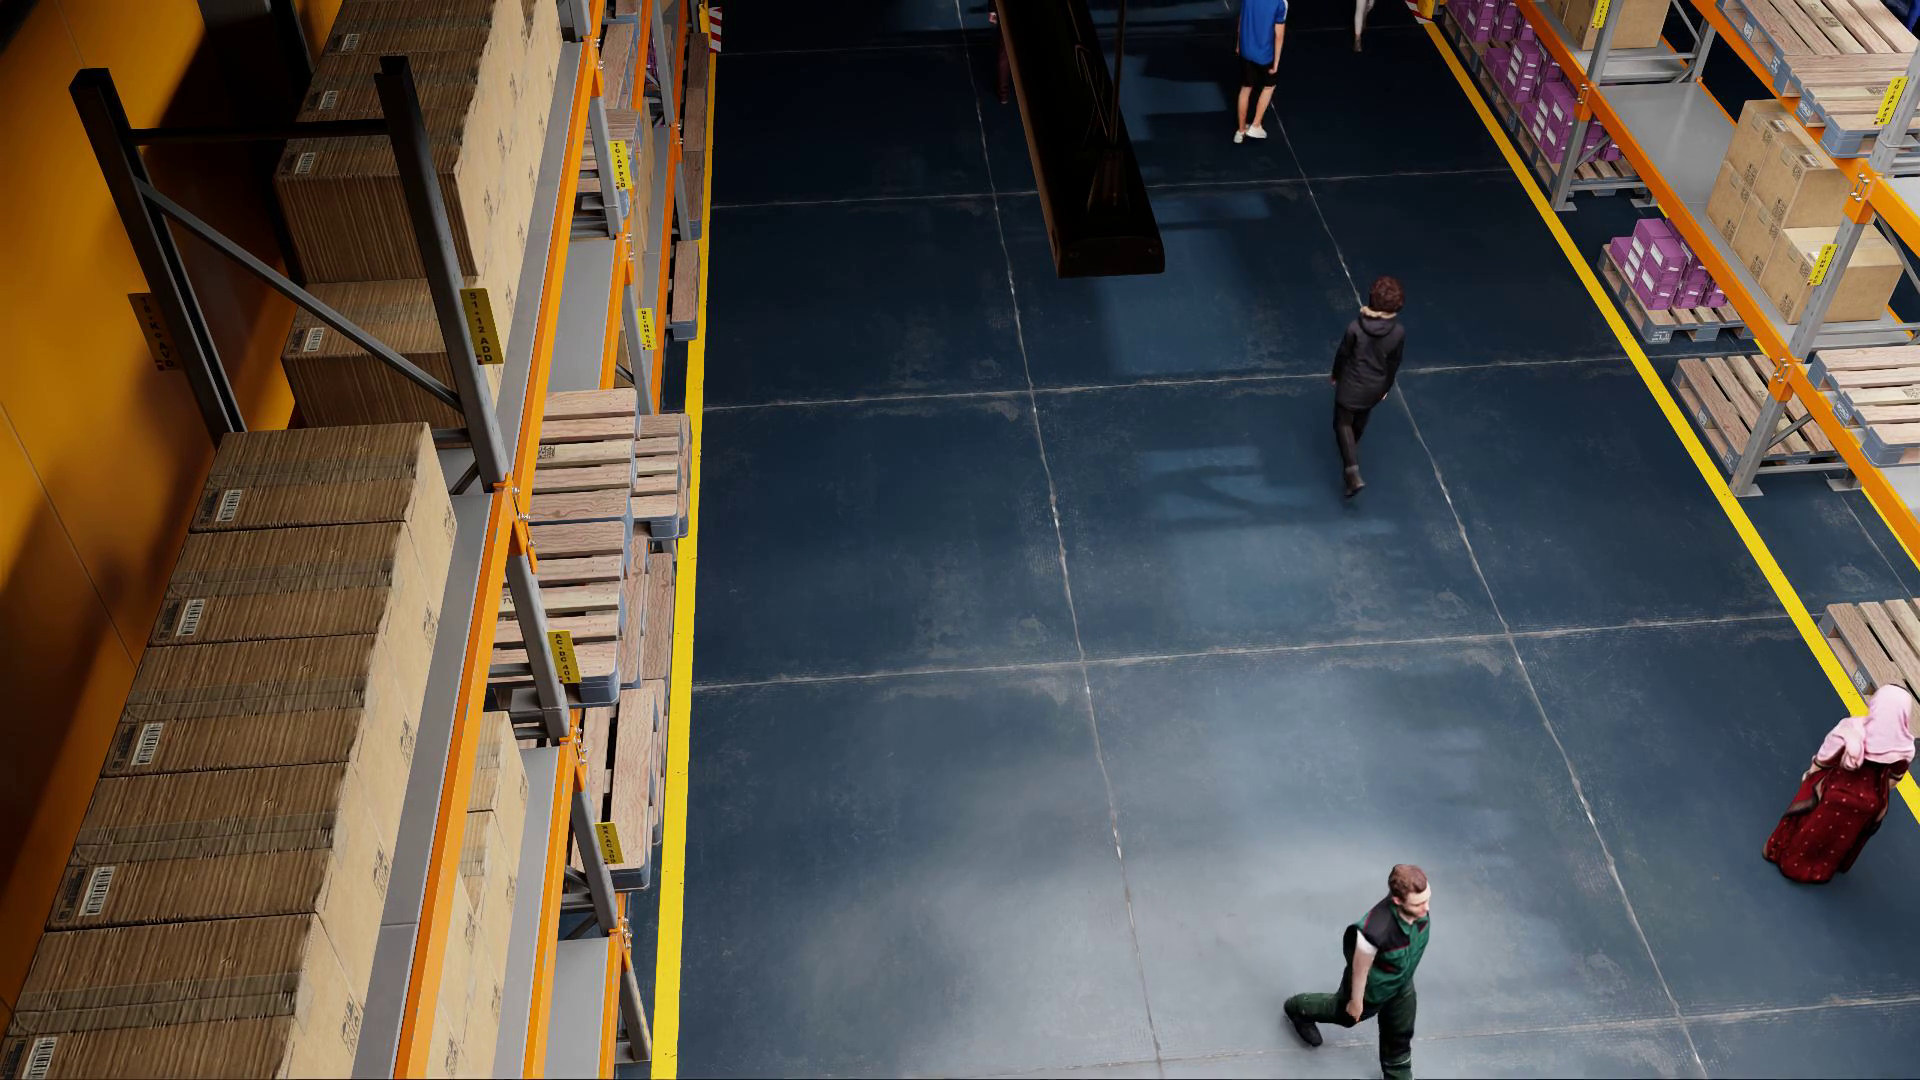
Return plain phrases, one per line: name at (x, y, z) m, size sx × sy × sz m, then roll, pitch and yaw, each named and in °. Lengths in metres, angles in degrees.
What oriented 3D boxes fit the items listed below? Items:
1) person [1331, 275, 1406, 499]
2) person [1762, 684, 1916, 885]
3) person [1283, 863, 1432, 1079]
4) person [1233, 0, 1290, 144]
person at (2.967, -1.106, 12.204) m, size 0.607 × 1.750 × 1.092 m, roll -2°, pitch 44°, yaw -2°
person at (5.139, 1.432, 9.626) m, size 0.759 × 1.630 × 0.764 m, roll 16°, pitch 46°, yaw 16°
person at (2.110, 2.228, 8.666) m, size 1.112 × 1.804 × 1.252 m, roll -32°, pitch 52°, yaw -29°
person at (2.795, -4.608, 15.806) m, size 0.793 × 1.852 × 0.839 m, roll 21°, pitch 47°, yaw 21°
